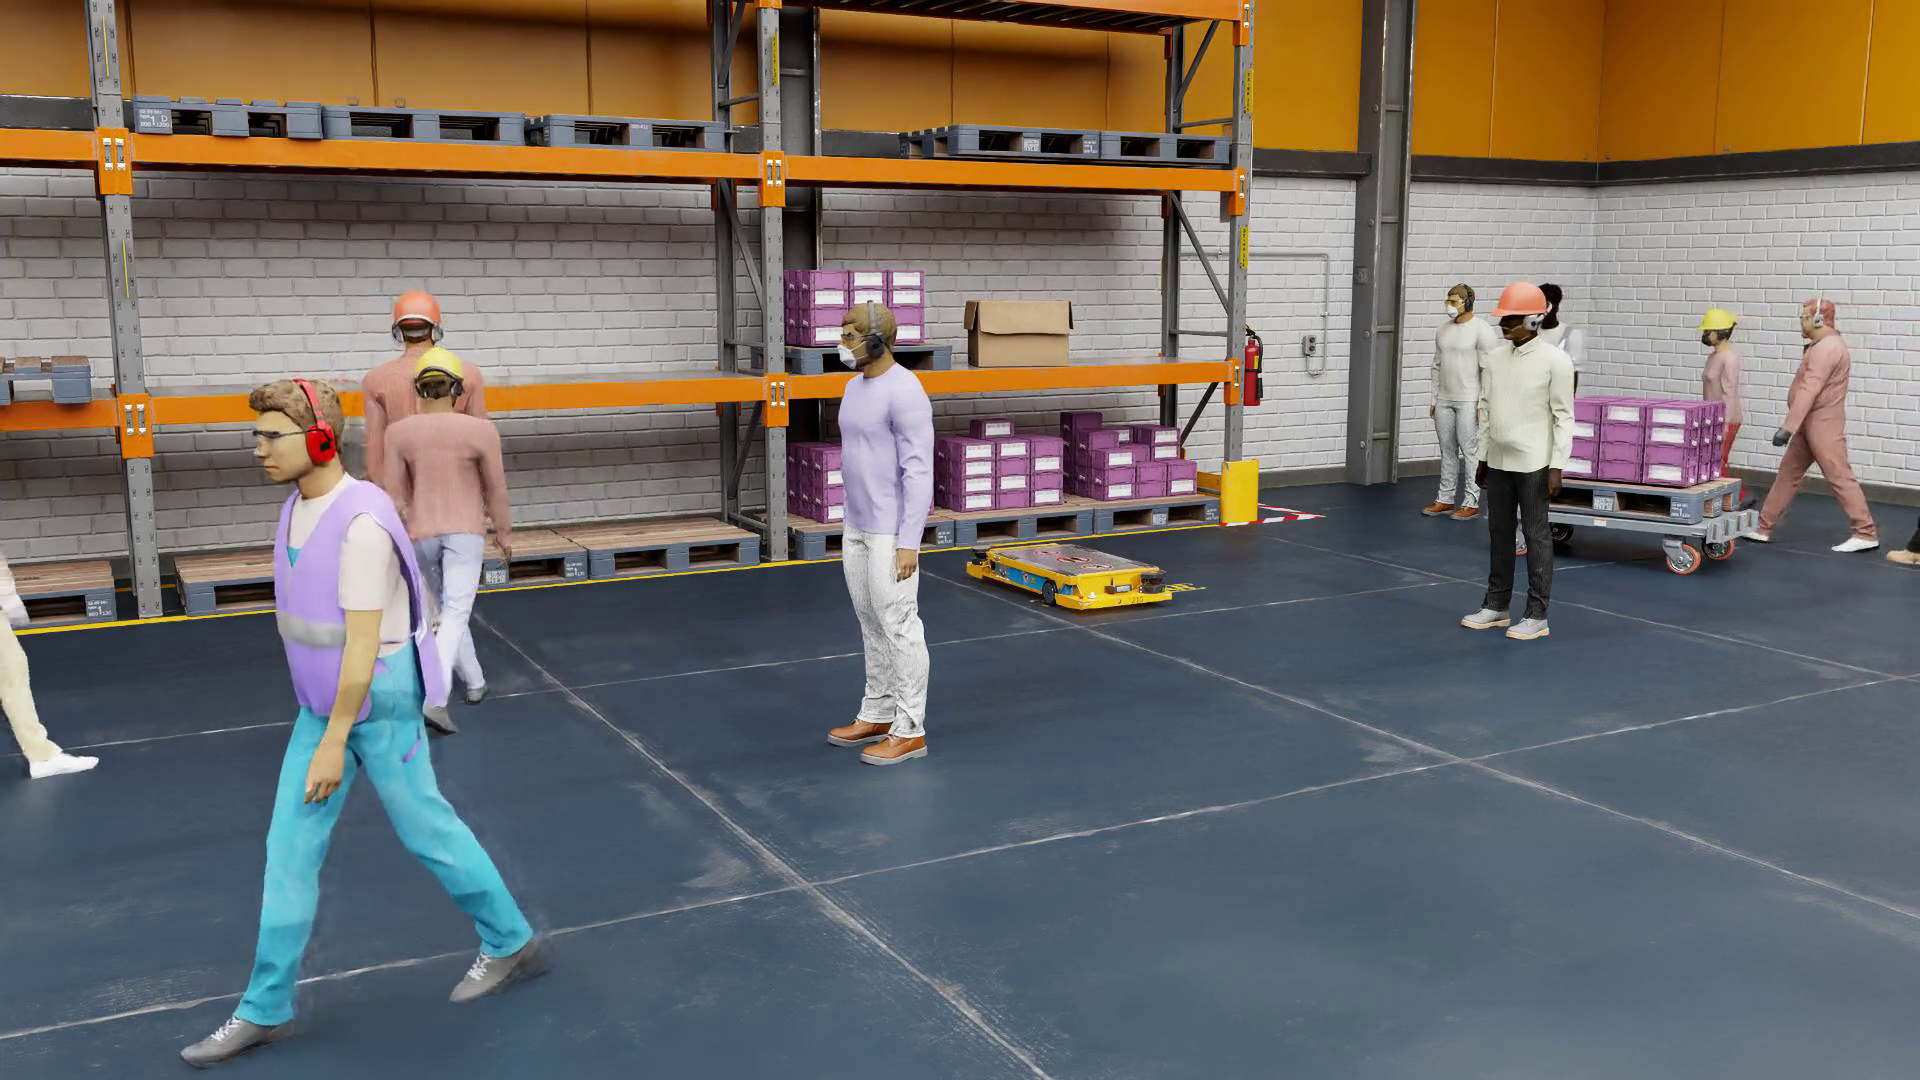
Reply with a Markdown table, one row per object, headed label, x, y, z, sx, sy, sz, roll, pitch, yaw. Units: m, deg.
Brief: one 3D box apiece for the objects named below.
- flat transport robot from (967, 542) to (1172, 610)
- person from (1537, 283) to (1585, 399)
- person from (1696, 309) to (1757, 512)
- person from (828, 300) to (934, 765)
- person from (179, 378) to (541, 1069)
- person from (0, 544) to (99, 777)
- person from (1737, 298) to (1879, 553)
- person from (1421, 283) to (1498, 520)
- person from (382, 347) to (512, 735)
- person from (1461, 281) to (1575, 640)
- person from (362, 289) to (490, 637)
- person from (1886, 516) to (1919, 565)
| label | x | y | z | sx | sy | sz | roll | pitch | yaw |
| --- | --- | --- | --- | --- | --- | --- | --- | --- | --- |
| flat transport robot | 0.667 | 0.207 | 10.595 | 0.652 | 0.197 | 1.431 | -5 | 11 | -28 |
| person | 4.794 | -1.130 | 13.653 | 0.718 | 1.936 | 0.633 | -7 | 11 | -35 |
| person | 5.946 | -0.920 | 12.950 | 0.495 | 1.751 | 0.536 | 1 | 9 | 7 |
| person | -0.330 | -0.033 | 6.992 | 0.350 | 1.936 | 0.635 | -5 | 11 | -28 |
| person | -1.607 | 0.452 | 4.490 | 0.562 | 1.796 | 0.969 | 8 | 13 | 42 |
| person | -3.906 | 0.225 | 6.468 | 0.850 | 1.594 | 0.497 | -8 | 12 | -39 |
| person | 6.272 | -0.838 | 12.190 | 1.038 | 1.845 | 0.632 | 5 | 10 | 27 |
| person | 4.115 | -1.133 | 13.691 | 0.352 | 1.937 | 0.635 | -5 | 11 | -28 |
| person | -2.350 | -0.011 | 7.560 | 0.544 | 1.709 | 0.905 | 0 | 9 | 1 |
| person | 3.127 | -0.443 | 9.320 | 0.391 | 1.990 | 0.623 | -5 | 11 | -28 |
| person | -2.687 | -0.279 | 8.418 | 0.619 | 1.967 | 0.836 | -1 | 9 | -8 |
| person | 6.972 | -0.796 | 11.327 | 0.689 | 2.000 | 0.933 | -8 | 12 | -39 |
